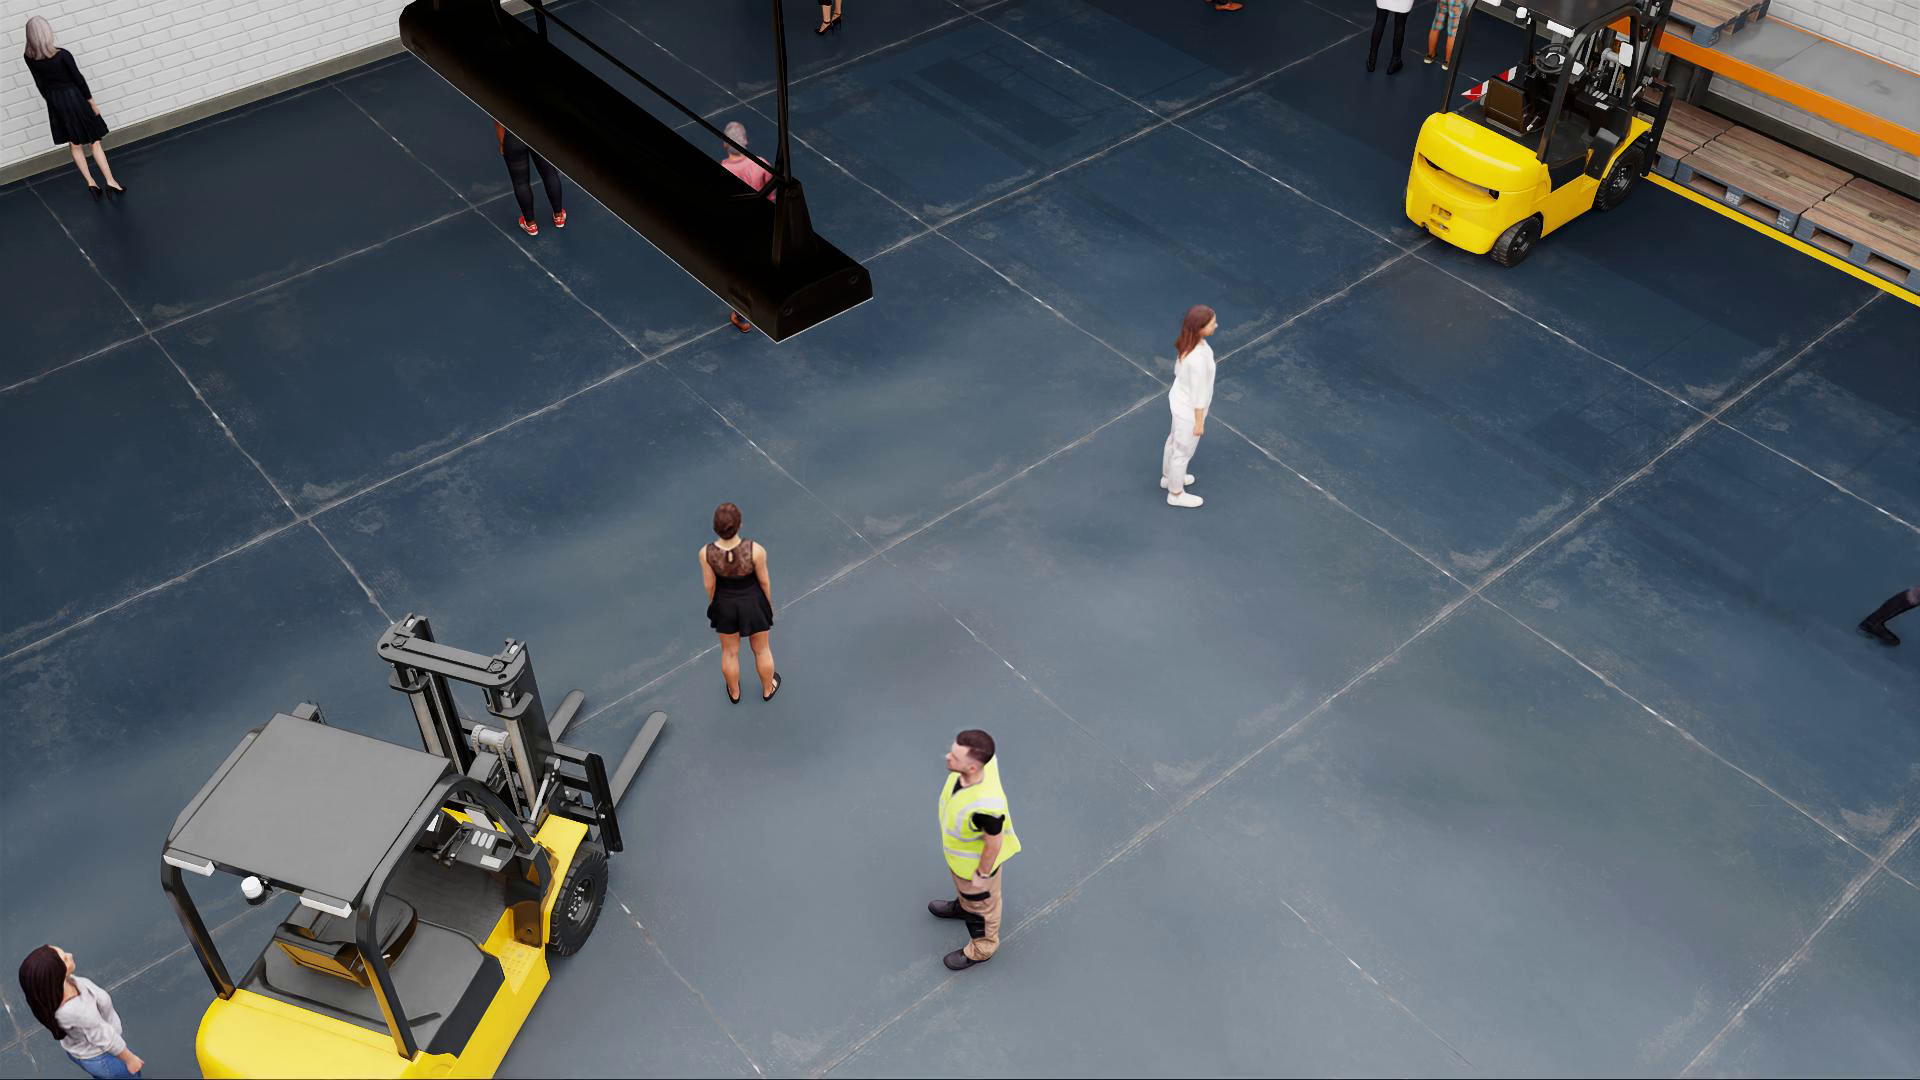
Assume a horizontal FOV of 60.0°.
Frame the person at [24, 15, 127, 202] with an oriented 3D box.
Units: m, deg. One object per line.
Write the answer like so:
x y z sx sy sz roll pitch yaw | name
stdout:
-7.921 -3.846 14.826 0.705 1.746 0.745 -2 44 -2 | person

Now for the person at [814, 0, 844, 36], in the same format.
-1.420 -6.107 17.118 0.629 1.857 0.683 24 48 23 | person

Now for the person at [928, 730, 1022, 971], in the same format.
0.068 1.638 8.996 0.903 1.846 0.826 -6 44 -6 | person

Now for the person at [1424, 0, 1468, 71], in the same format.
4.960 -5.471 16.738 0.462 1.461 0.611 32 52 29 | person

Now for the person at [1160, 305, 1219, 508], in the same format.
1.628 -0.970 11.849 0.745 1.688 0.643 -5 44 -5 | person

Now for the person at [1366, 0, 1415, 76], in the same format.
4.333 -5.511 16.529 0.615 1.807 0.744 17 46 17 | person

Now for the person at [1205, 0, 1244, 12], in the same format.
2.828 -6.525 17.605 0.771 1.791 0.626 -14 45 -14 | person

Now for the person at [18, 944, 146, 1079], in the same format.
-4.270 2.519 8.226 0.573 1.633 0.727 21 48 21 | person

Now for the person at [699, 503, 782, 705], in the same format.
-1.382 0.405 10.416 0.679 1.674 0.724 -2 44 -2 | person

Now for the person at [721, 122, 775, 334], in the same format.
-1.726 -2.503 13.355 0.741 1.830 0.666 -16 46 -16 | person
